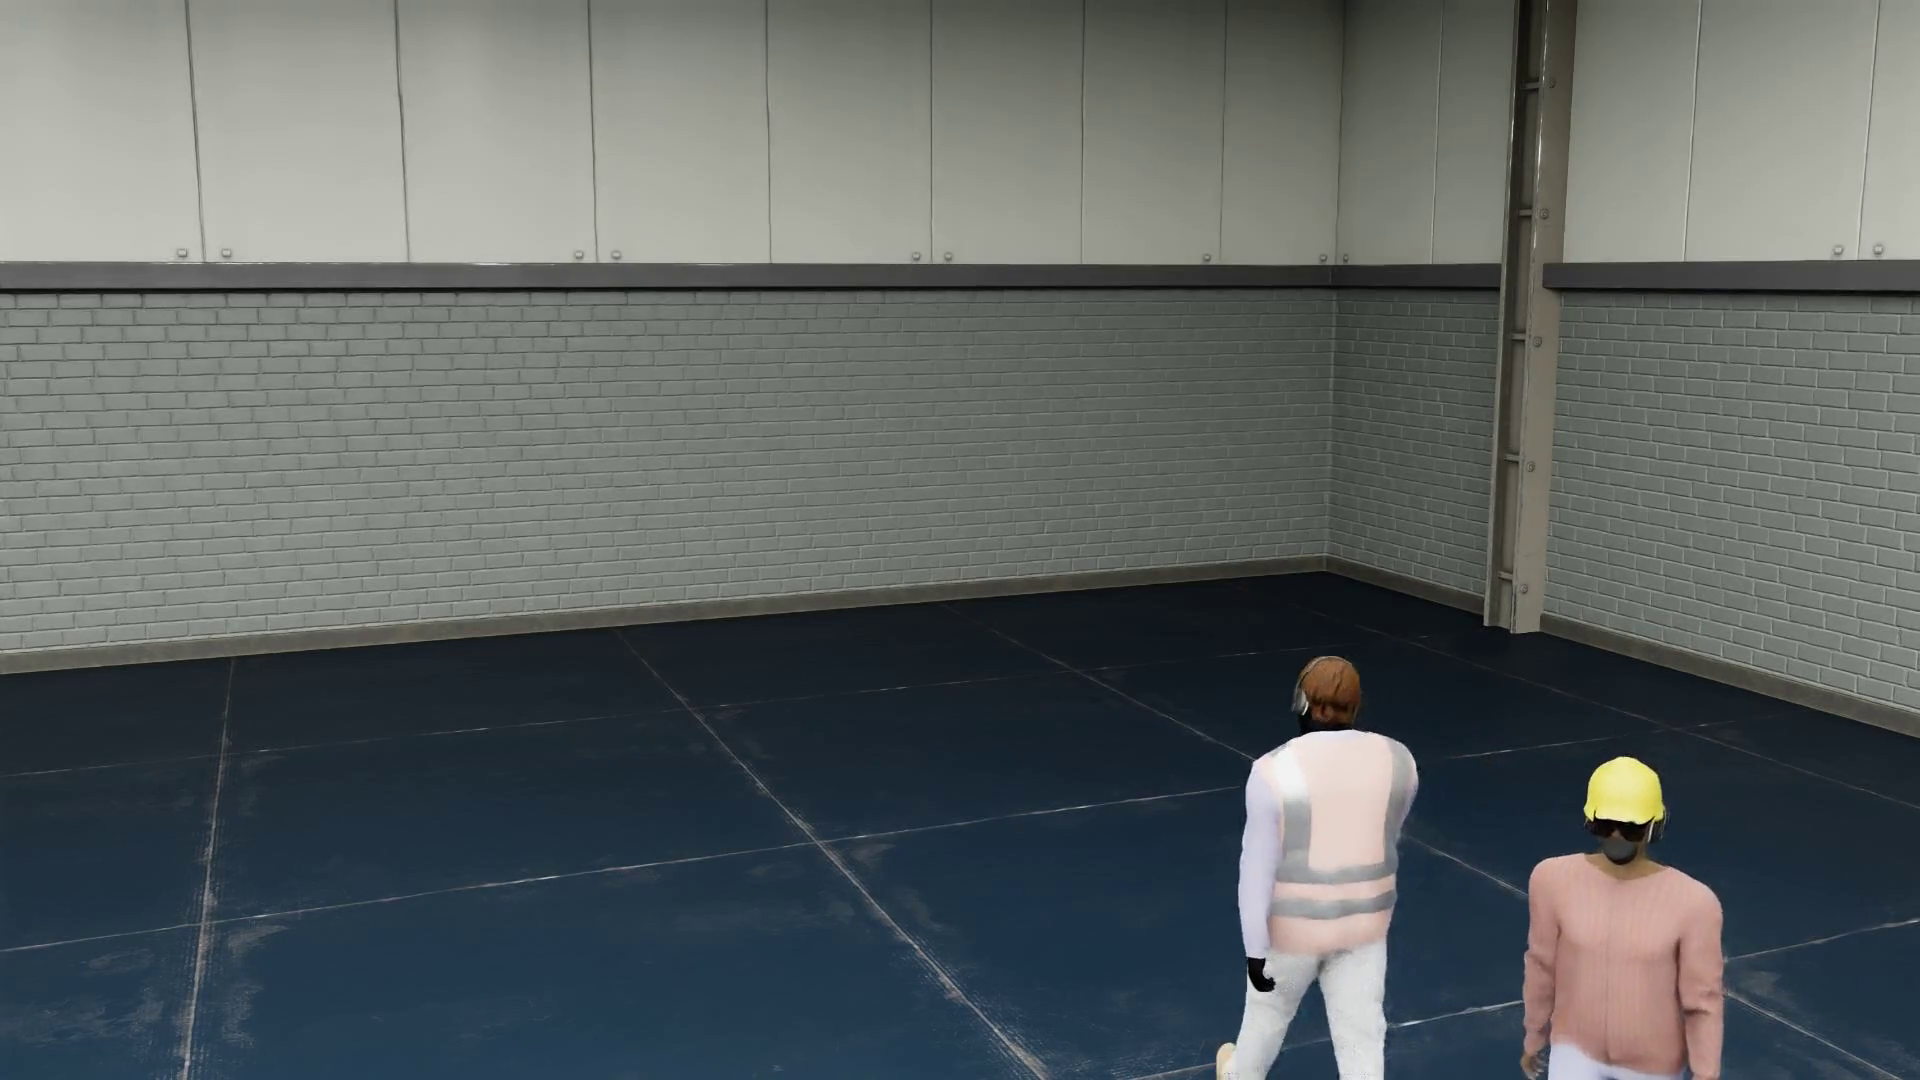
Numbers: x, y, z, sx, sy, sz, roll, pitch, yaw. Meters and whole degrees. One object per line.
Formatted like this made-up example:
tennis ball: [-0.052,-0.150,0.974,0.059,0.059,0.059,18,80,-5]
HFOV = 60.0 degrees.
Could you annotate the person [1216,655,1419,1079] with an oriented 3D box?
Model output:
person: [1.185,1.262,5.597,0.626,1.780,0.980,-2,9,-11]

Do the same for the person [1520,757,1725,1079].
person: [1.857,1.438,4.696,0.535,1.720,0.893,5,10,28]
